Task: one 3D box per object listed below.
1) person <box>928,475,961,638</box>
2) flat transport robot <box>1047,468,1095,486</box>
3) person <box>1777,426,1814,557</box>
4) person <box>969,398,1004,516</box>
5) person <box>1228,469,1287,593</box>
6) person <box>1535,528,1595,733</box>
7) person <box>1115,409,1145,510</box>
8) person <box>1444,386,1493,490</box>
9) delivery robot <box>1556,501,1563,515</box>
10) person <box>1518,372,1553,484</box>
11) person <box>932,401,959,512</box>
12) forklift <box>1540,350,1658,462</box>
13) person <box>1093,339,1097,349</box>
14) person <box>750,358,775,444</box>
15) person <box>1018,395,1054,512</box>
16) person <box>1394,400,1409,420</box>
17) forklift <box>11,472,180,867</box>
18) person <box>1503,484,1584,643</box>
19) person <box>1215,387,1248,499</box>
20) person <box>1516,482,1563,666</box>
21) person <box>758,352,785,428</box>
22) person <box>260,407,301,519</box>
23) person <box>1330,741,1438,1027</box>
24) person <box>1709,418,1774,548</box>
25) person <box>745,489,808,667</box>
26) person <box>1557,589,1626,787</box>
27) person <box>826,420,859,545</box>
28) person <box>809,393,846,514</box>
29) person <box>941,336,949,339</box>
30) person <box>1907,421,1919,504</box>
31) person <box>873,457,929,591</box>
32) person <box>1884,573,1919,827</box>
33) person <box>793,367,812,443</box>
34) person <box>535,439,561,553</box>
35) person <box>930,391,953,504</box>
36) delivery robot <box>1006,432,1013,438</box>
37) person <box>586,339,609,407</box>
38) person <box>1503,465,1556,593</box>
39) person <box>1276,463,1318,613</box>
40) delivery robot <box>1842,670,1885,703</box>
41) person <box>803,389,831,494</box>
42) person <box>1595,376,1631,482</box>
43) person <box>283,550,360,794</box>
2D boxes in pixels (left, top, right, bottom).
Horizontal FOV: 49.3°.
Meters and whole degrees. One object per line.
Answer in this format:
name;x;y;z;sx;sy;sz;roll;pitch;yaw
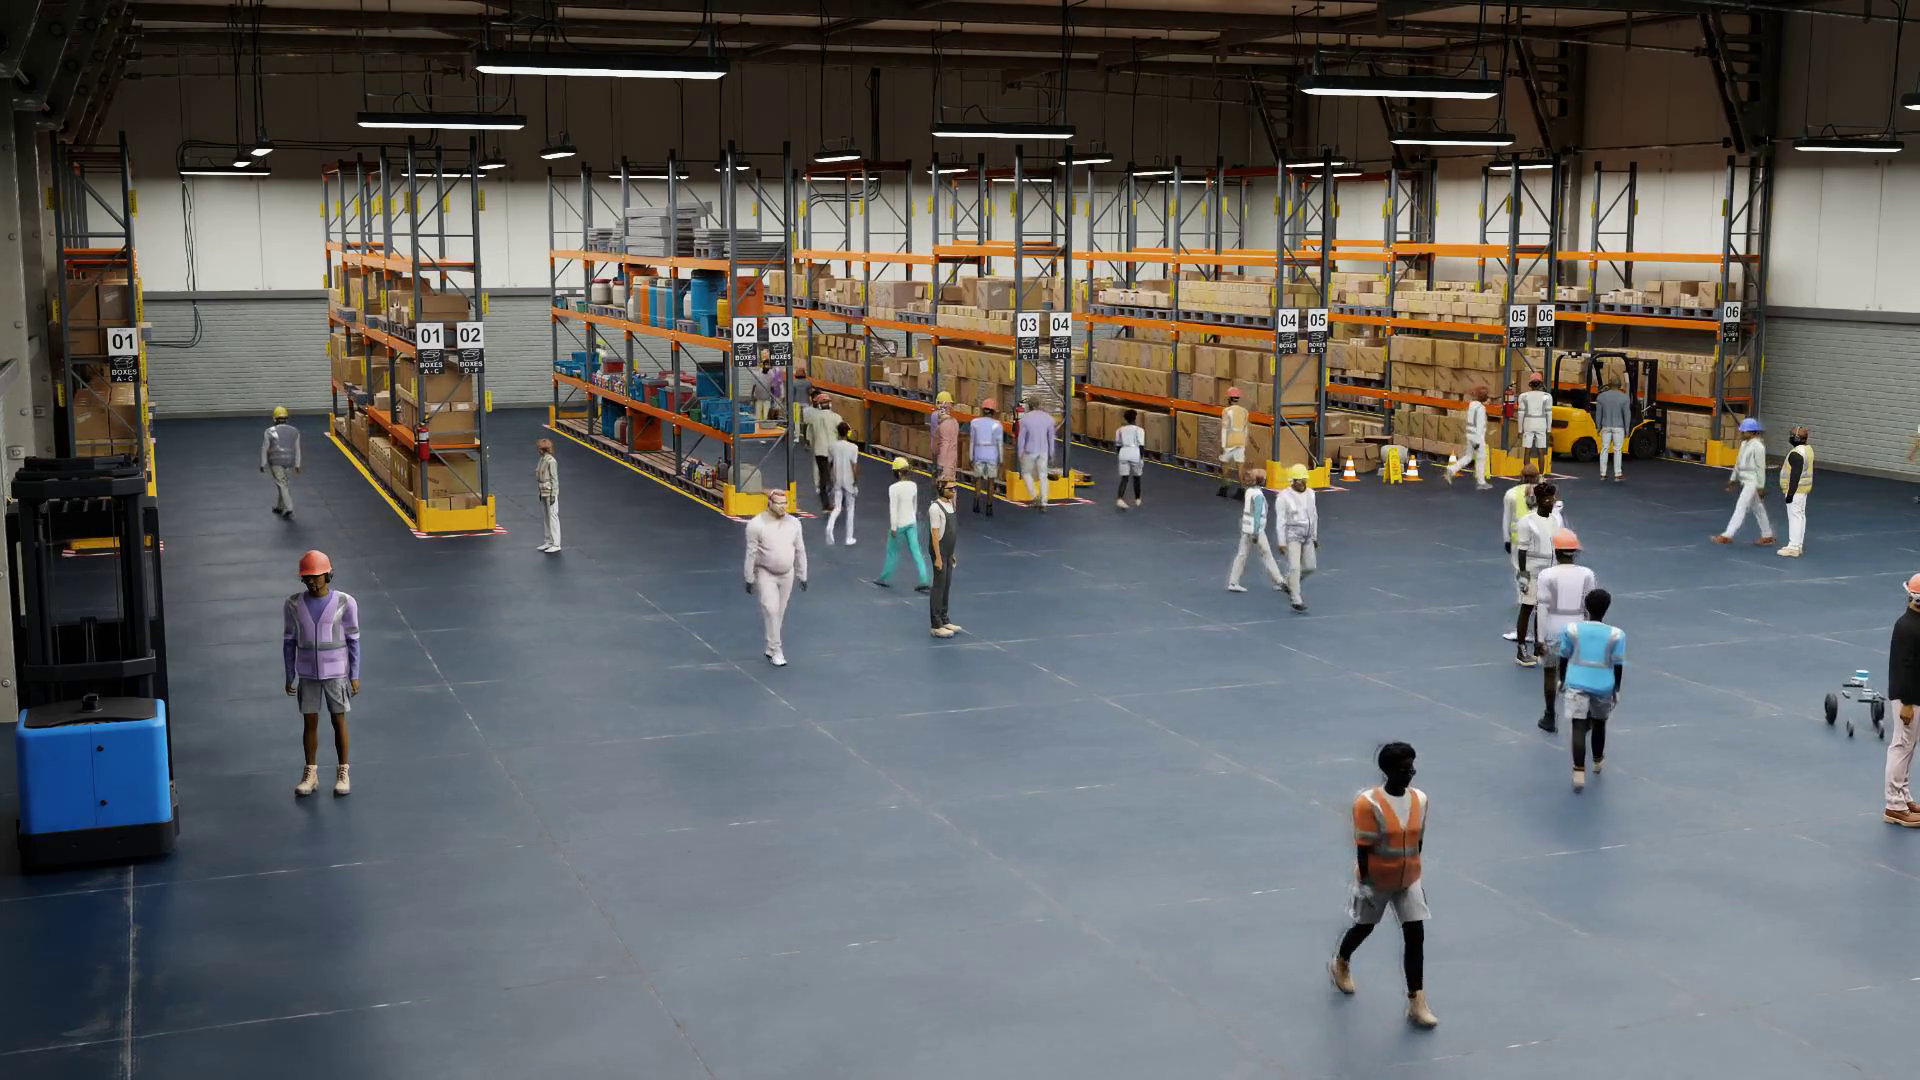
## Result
person;-0.178;0.173;24.004;0.345;1.846;0.507;3;9;19
flat transport robot;1.856;-1.155;38.221;0.652;0.197;1.431;-3;9;-22
person;11.897;-0.699;29.830;0.429;1.844;0.626;6;10;34
person;0.442;-1.349;33.914;0.565;1.914;0.394;3;9;16
person;3.837;-0.117;26.772;0.855;1.595;0.516;-2;9;-11
person;5.572;0.854;19.238;0.549;1.918;0.758;-1;9;-8
person;2.809;-1.336;34.701;0.563;1.652;0.787;5;10;28
person;9.097;-1.822;37.268;0.816;1.861;0.620;-2;9;-12
delivery robot;9.062;-0.527;32.784;0.477;0.478;0.707;-8;12;-44
person;10.425;-2.024;37.987;0.607;2.047;0.366;2;9;15
person;-0.244;-1.265;33.382;0.406;1.911;0.639;2;9;15
forklift;12.897;-2.725;42.309;2.313;2.155;1.214;-3;9;-21
person;3.168;-3.868;50.476;0.645;1.983;0.429;-4;9;-22
person;-4.260;-2.999;45.145;0.561;1.846;0.467;-2;9;-16
person;1.226;-1.426;34.437;0.676;1.909;0.642;-3;9;-21
person;10.186;-3.425;48.370;0.483;1.737;0.320;8;12;42
forklift;-6.630;0.886;15.957;1.129;2.768;1.873;-3;9;-21
person;6.602;0.294;23.310;1.058;1.829;0.632;6;10;35
person;4.666;-1.667;36.018;0.594;1.915;0.770;-5;10;-29
person;6.205;0.351;22.408;0.602;1.967;0.370;-5;10;-29
person;-4.198;-3.235;46.541;0.605;1.902;0.726;-1;9;-7
person;-10.913;-1.251;33.685;0.923;1.793;0.584;8;12;42
person;2.530;1.988;12.500;0.530;1.662;0.838;-3;9;-19
person;11.474;-0.832;30.554;1.016;1.889;0.627;0;9;3
person;-1.912;0.403;22.348;0.668;1.873;0.876;-5;10;-31
person;5.302;1.228;17.611;0.538;1.651;0.864;2;9;16
person;-1.730;-0.825;30.658;0.517;1.852;0.734;3;9;19
person;-2.162;-1.428;34.365;0.647;1.935;0.734;2;9;15
person;-0.265;-4.202;52.870;0.565;1.930;0.626;-3;9;-21
person;16.110;-1.441;34.874;0.597;1.802;0.901;-3;9;-18
person;-0.726;-0.213;27.007;0.925;1.719;0.544;8;12;43
person;7.501;1.231;16.473;0.387;1.989;0.608;6;10;33
person;-3.449;-2.927;45.373;0.508;1.632;0.272;-2;9;-16
person;-5.925;-0.643;30.124;0.315;1.638;0.518;-5;10;-29
person;-0.295;-1.525;35.051;0.385;1.925;0.591;-3;9;-21
delivery robot;1.202;-2.417;45.384;0.477;0.478;0.707;-3;9;-16
person;-9.369;-4.315;54.129;0.759;1.784;0.405;4;9;23
person;6.950;-0.025;25.529;0.614;1.778;0.988;4;9;25
person;4.092;-0.038;25.485;0.615;1.819;0.515;-6;10;-33
delivery robot;8.407;1.332;19.526;0.335;0.223;0.698;2;9;12
person;-2.505;-1.760;36.978;0.538;1.831;0.971;-2;9;-14
person;12.013;-2.051;38.521;0.638;1.937;0.356;6;10;35
person;-5.253;1.092;17.220;0.614;2.041;0.393;0;9;-2
